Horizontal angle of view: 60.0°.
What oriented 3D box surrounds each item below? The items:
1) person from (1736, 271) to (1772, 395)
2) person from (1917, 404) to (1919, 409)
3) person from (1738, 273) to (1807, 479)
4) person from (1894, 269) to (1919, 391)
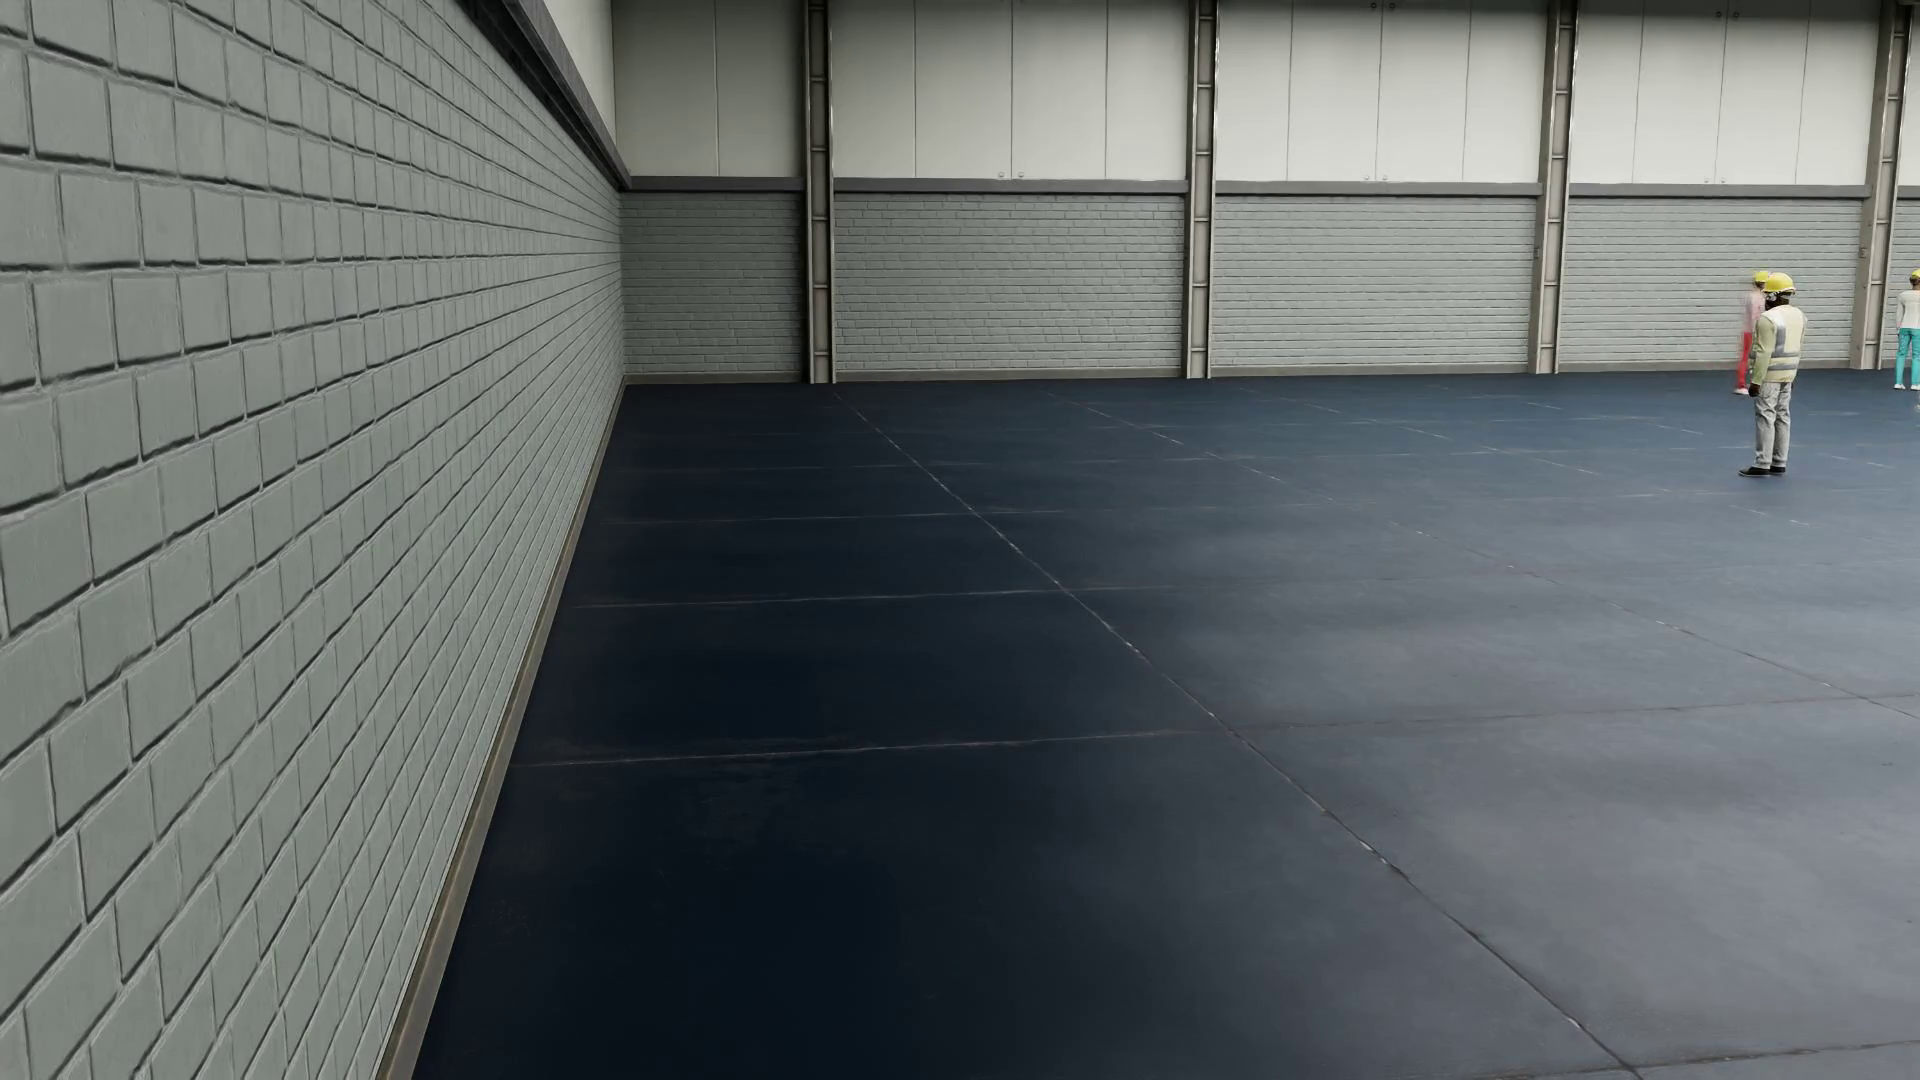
[{"bbox_3d":[11.241,-2.888,23.295,0.640,1.743,0.557,9,14,43],"label":"person"},{"bbox_3d":[11.985,-2.236,19.985,0.794,1.599,0.510,1,10,8],"label":"person"},{"bbox_3d":[7.257,-1.464,14.869,0.601,1.830,0.404,-6,12,-32],"label":"person"},{"bbox_3d":[13.909,-3.057,24.245,0.322,1.765,0.523,-5,11,-26],"label":"person"}]
